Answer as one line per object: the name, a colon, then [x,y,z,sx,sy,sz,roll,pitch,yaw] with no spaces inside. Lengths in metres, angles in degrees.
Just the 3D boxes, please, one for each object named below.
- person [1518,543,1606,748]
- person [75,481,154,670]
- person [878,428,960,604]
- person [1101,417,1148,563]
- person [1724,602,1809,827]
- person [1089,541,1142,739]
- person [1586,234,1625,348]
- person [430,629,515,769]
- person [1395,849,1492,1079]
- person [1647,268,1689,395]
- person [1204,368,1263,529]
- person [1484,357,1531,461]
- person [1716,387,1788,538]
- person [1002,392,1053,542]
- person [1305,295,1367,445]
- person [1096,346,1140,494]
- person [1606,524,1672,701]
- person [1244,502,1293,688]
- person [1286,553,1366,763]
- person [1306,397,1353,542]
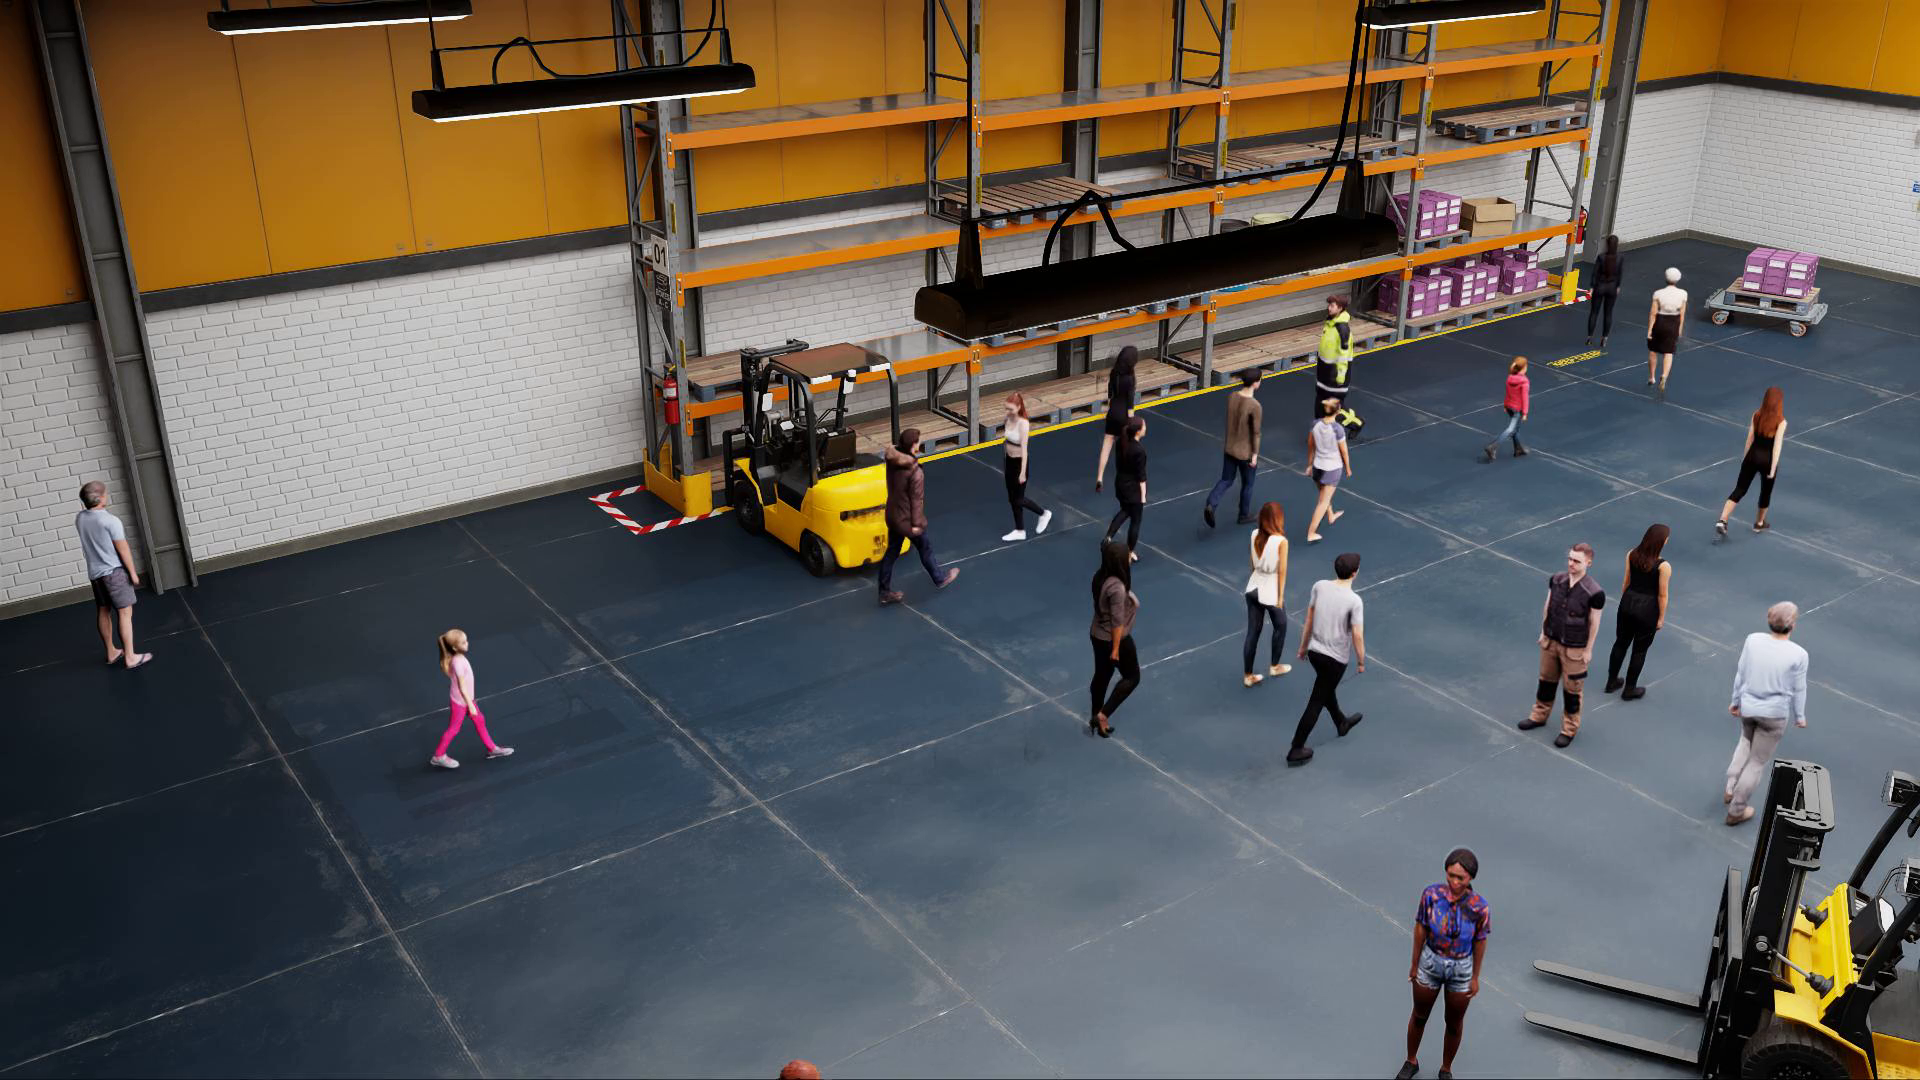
person: [5.195,0.858,14.193,0.573,1.841,0.679,-17,29,-33]
person: [-7.917,0.323,15.430,0.739,1.829,0.771,7,25,16]
person: [-0.625,-0.198,16.666,1.124,1.794,0.759,-16,28,-32]
person: [1.721,-0.498,17.537,0.719,1.646,0.606,-15,28,-30]
person: [6.203,1.387,12.942,0.689,1.872,0.651,-15,28,-31]
person: [1.199,0.886,14.140,0.748,1.831,0.706,-10,26,-22]
person: [9.644,-3.713,24.808,0.633,1.713,0.691,4,24,9]
person: [-4.211,1.339,13.835,0.962,1.245,0.713,-5,24,-11]
person: [2.984,2.650,10.215,0.671,1.743,0.692,9,25,19]
person: [9.662,-2.827,22.758,0.979,1.731,1.109,7,25,16]
person: [3.043,-0.977,18.363,1.083,1.861,0.727,-19,30,-36]
person: [6.779,-1.592,20.491,0.973,1.284,0.712,-7,24,-15]
person: [8.685,-0.811,18.196,1.107,1.692,0.576,-16,28,-32]
person: [0.696,-0.795,18.108,0.851,1.732,0.708,-11,26,-24]
person: [4.762,-2.110,20.829,1.111,1.963,0.979,-5,24,-11]
person: [1.820,-1.375,19.374,0.624,1.782,0.641,-21,31,-39]
person: [6.075,0.639,14.886,0.563,1.686,0.592,-18,29,-35]
person: [2.705,0.523,15.049,0.830,1.768,0.657,-21,31,-39]
person: [3.004,1.012,13.872,1.157,1.815,0.668,-16,28,-32]
person: [3.957,-0.737,18.173,1.021,1.574,0.641,-18,30,-36]
